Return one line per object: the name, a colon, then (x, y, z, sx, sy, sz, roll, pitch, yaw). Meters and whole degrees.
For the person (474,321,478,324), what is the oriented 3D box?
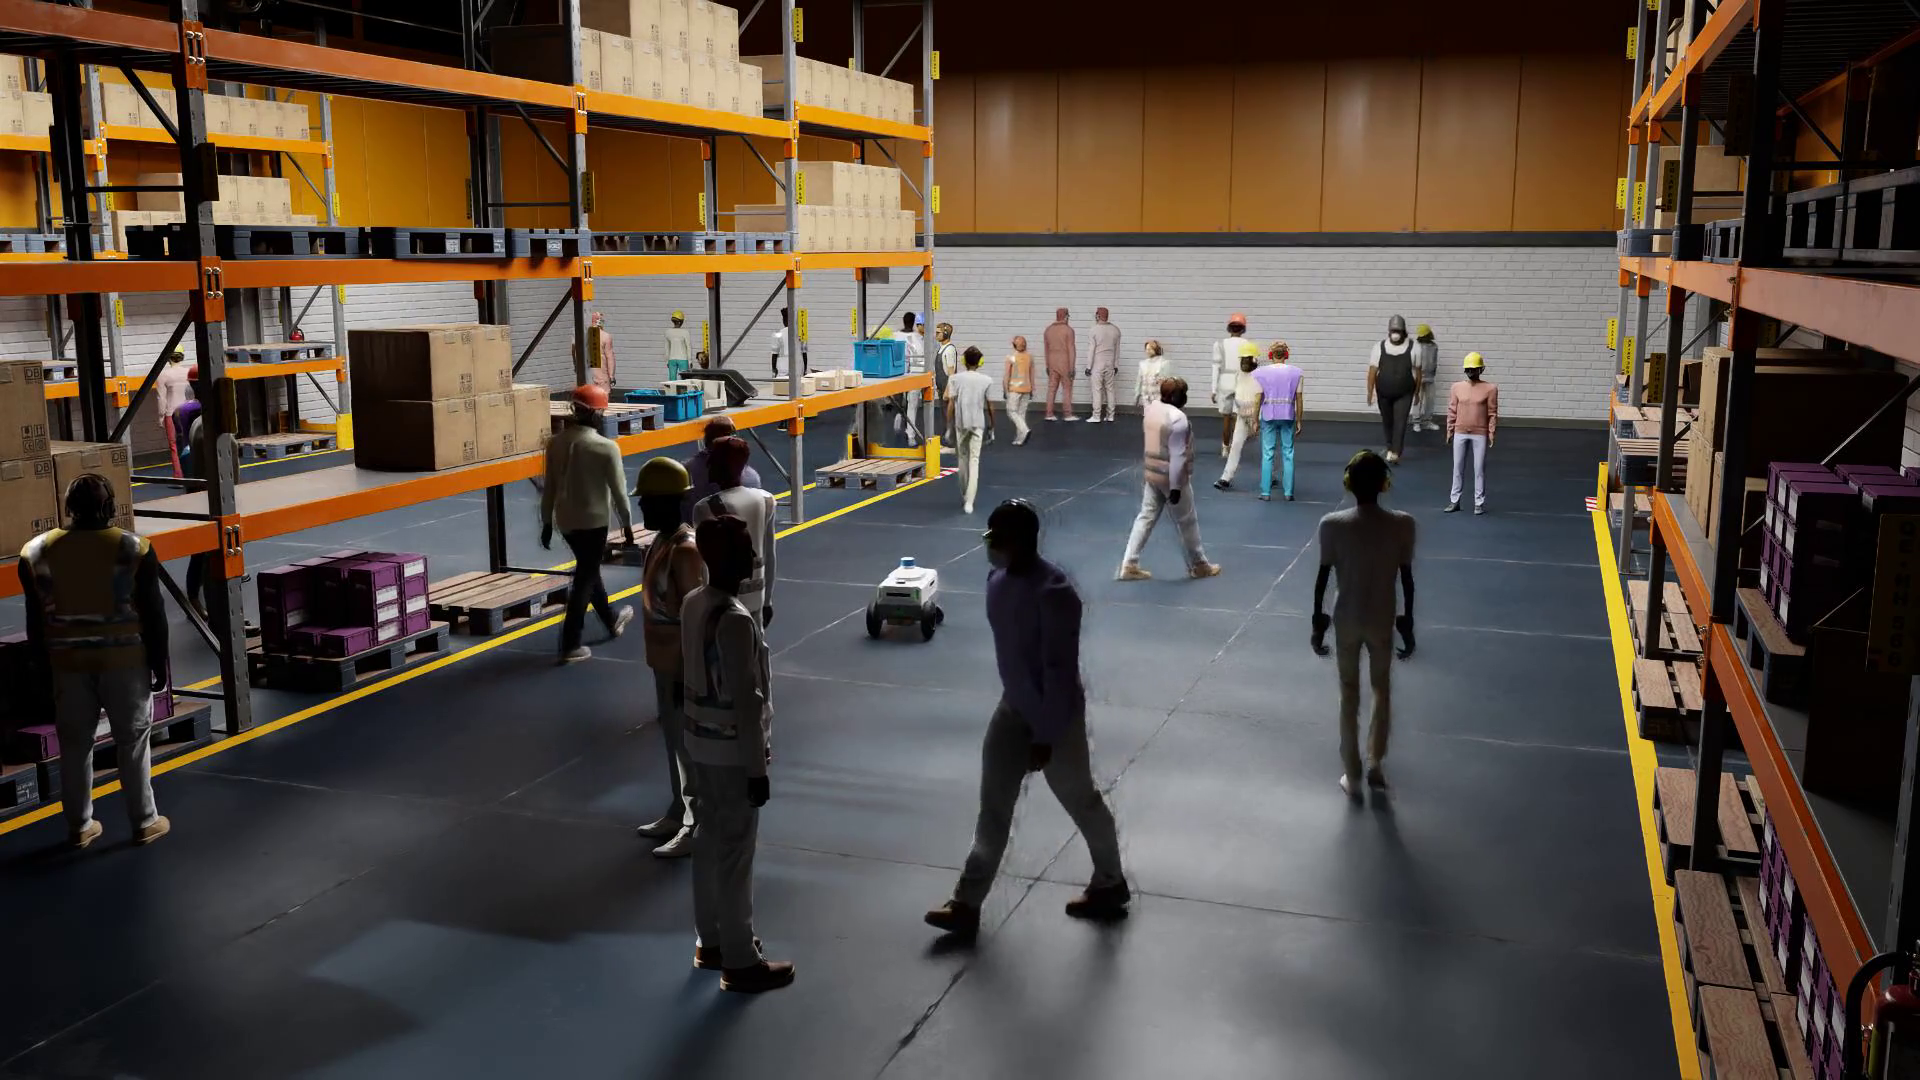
person: (-6.232, -1.889, 21.756, 0.552, 1.932, 0.377, 0, 10, -2)

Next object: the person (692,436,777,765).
person: (-1.258, 0.361, 9.225, 0.345, 1.882, 0.584, 8, 13, 39)

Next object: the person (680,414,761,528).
person: (-1.597, 0.139, 10.591, 0.655, 1.859, 1.003, 3, 10, 15)

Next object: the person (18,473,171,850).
person: (-4.168, 0.591, 8.080, 0.628, 1.837, 0.429, -2, 10, -12)

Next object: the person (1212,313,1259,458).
person: (3.734, -2.070, 22.585, 0.631, 2.007, 0.867, 2, 10, 11)

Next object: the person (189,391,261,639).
person: (-5.518, -0.233, 12.418, 0.360, 1.938, 0.635, -7, 12, -35)

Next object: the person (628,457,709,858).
person: (-1.385, 0.557, 8.003, 0.367, 1.926, 0.594, -4, 11, -21)

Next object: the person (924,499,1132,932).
person: (0.324, 0.747, 7.064, 0.998, 1.883, 0.630, -7, 12, -33)

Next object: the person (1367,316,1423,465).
person: (5.824, -2.047, 22.346, 0.693, 2.000, 1.041, 4, 11, 23)

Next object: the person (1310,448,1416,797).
person: (2.137, 0.442, 8.833, 0.548, 1.859, 0.385, 1, 10, 6)

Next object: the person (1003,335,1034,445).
person: (0.889, -2.155, 24.134, 0.520, 1.628, 0.559, -6, 12, -31)

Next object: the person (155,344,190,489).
person: (-9.403, -1.496, 20.022, 0.325, 1.767, 0.533, 8, 13, 40)

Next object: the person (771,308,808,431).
person: (-2.686, -2.693, 26.237, 0.599, 1.958, 0.372, -3, 11, -18)

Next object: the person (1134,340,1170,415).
person: (2.632, -1.931, 22.872, 0.507, 1.621, 0.543, -9, 14, -43)

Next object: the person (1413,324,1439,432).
person: (7.278, -2.539, 26.065, 0.542, 1.700, 0.437, -3, 11, -17)

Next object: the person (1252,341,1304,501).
person: (3.622, -1.346, 18.970, 0.563, 1.838, 0.390, 1, 10, 3)

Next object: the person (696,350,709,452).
person: (-3.188, -1.581, 20.882, 0.533, 1.637, 0.354, 6, 11, 29)

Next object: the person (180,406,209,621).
person: (-5.900, -0.213, 13.031, 0.322, 1.691, 0.535, 1, 10, 3)

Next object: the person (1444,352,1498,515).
person: (5.555, -1.153, 18.088, 0.534, 1.767, 0.319, 6, 12, 31)

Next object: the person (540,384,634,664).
person: (-2.604, -0.140, 11.905, 0.636, 1.931, 1.023, 5, 11, 25)

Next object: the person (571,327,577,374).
person: (-6.285, -2.971, 28.036, 0.513, 1.872, 0.328, 2, 10, 9)

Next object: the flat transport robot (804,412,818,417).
flat transport robot: (-3.142, -2.212, 28.256, 1.431, 0.197, 0.652, -1, 10, -8)

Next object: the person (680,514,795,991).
person: (-0.905, 0.833, 6.574, 0.352, 1.883, 0.576, -6, 12, -30)

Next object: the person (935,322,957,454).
person: (-0.214, -2.128, 23.355, 0.345, 1.846, 0.508, -2, 10, -14)

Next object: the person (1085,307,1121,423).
person: (2.328, -2.881, 27.425, 0.655, 1.905, 0.407, -6, 12, -31)

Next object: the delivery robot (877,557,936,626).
delivery robot: (-0.398, 0.375, 12.628, 0.477, 0.478, 0.707, 2, 10, 9)

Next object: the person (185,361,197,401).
person: (-8.803, -1.317, 19.502, 0.516, 1.595, 0.846, 2, 10, 13)

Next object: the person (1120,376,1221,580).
person: (1.821, -0.535, 14.538, 0.953, 1.795, 0.643, -4, 11, -24)

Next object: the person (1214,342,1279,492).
person: (3.456, -1.451, 19.737, 0.959, 1.777, 0.590, -9, 13, -40)

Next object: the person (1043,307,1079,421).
person: (1.700, -2.926, 27.699, 0.651, 1.907, 0.406, 9, 14, 42)

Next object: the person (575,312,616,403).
person: (-5.556, -2.539, 25.512, 0.651, 1.901, 0.402, 4, 11, 19)

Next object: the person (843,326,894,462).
person: (-1.148, -1.873, 21.861, 0.912, 1.860, 0.587, -1, 10, -7)

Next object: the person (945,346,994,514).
person: (0.112, -1.230, 18.403, 0.535, 1.802, 1.018, 1, 10, 4)

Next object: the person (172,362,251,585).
person: (-6.448, -0.567, 14.307, 0.544, 1.938, 0.356, 2, 10, 12)

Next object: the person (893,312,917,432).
person: (-0.839, -2.591, 25.821, 0.609, 1.893, 0.628, 1, 10, 4)

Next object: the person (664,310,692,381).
person: (-4.986, -3.181, 29.511, 0.526, 1.768, 0.314, 3, 10, 16)

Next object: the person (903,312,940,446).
person: (-0.561, -2.348, 24.294, 0.605, 1.951, 0.383, -5, 11, -24)
